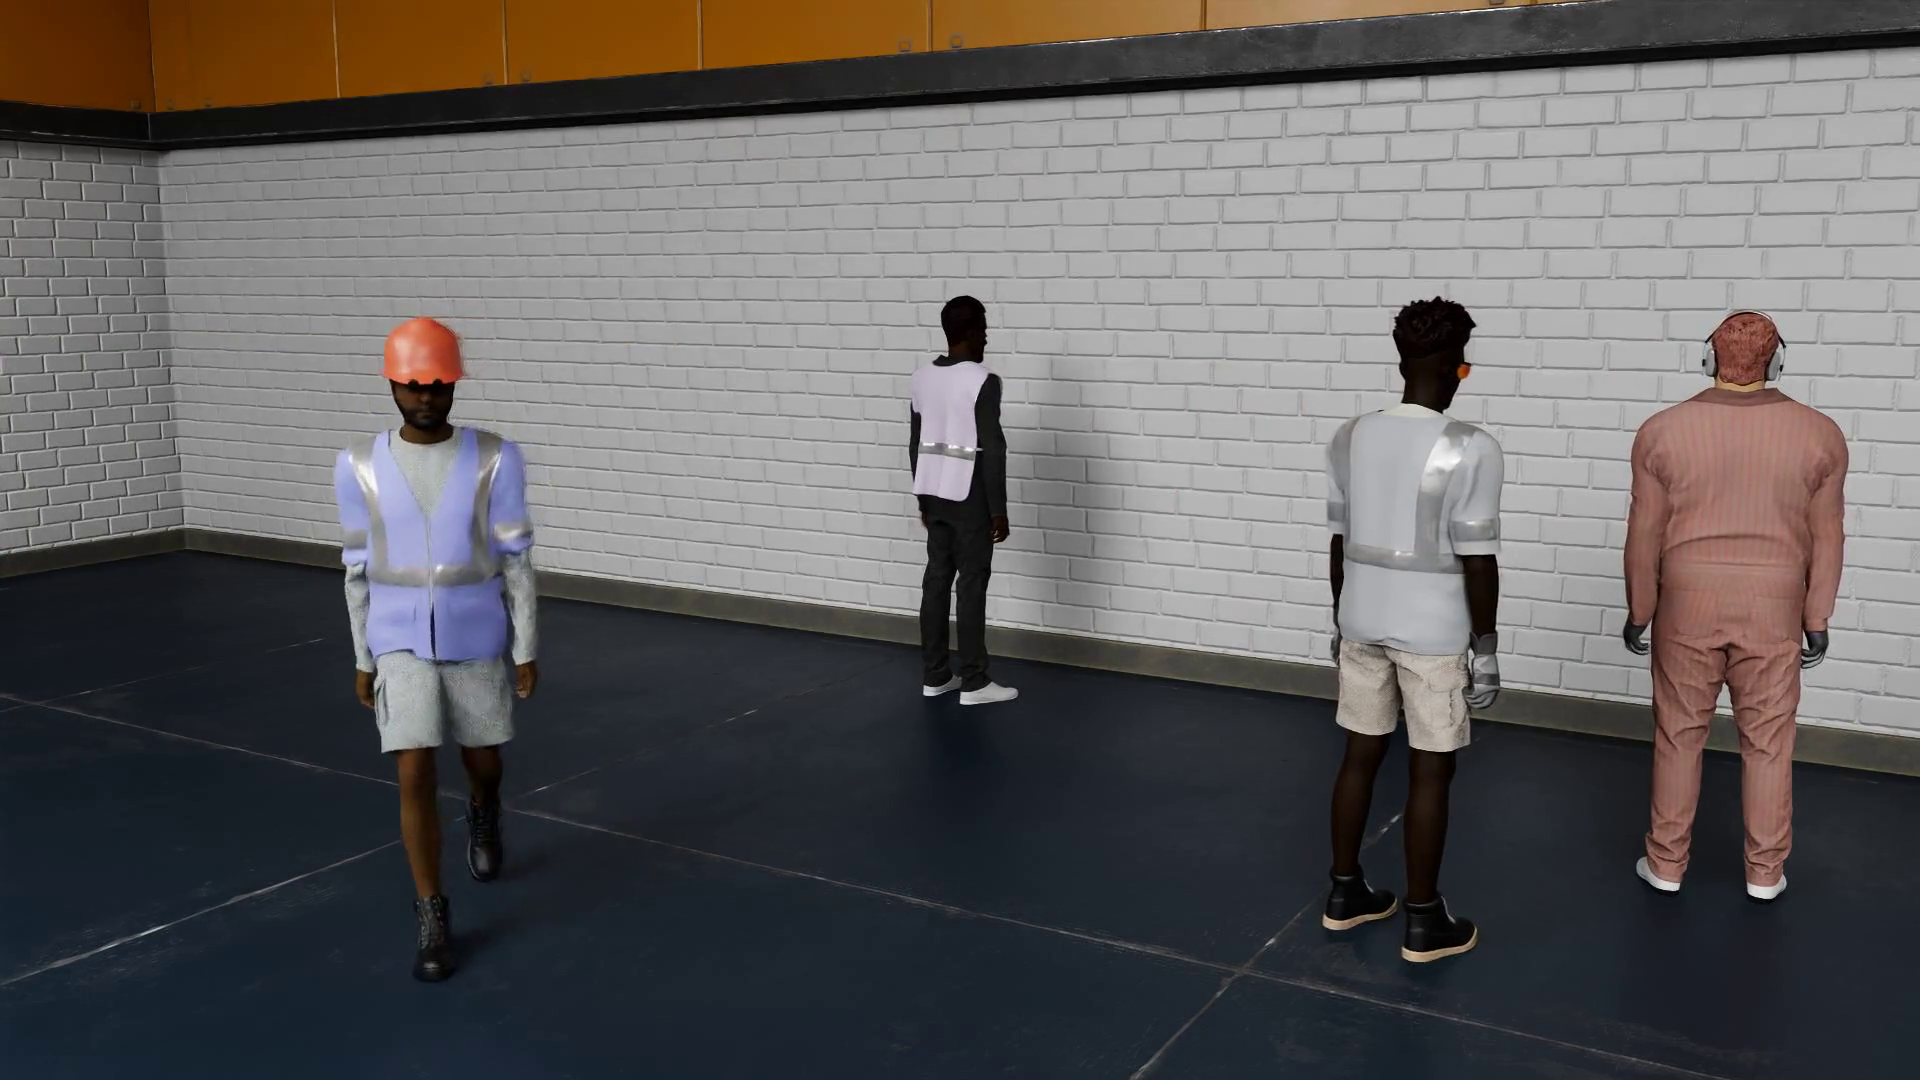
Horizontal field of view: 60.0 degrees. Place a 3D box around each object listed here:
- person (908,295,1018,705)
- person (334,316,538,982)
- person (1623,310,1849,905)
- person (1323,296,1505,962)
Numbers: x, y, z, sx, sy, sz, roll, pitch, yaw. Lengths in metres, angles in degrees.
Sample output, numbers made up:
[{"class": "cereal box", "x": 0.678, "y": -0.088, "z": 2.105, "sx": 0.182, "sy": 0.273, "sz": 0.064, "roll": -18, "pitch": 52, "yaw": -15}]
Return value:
[{"class": "person", "x": -0.008, "y": -0.184, "z": 7.851, "sx": 0.392, "sy": 1.920, "sz": 0.587, "roll": -8, "pitch": 12, "yaw": -42}, {"class": "person", "x": -1.568, "y": 0.274, "z": 5.048, "sx": 0.554, "sy": 1.912, "sz": 0.862, "roll": -2, "pitch": 9, "yaw": -13}, {"class": "person", "x": 2.469, "y": 0.221, "z": 5.360, "sx": 0.639, "sy": 1.909, "sz": 0.409, "roll": 3, "pitch": 10, "yaw": 18}, {"class": "person", "x": 1.346, "y": 0.261, "z": 4.957, "sx": 0.375, "sy": 1.958, "sz": 0.606, "roll": -7, "pitch": 11, "yaw": -36}]
